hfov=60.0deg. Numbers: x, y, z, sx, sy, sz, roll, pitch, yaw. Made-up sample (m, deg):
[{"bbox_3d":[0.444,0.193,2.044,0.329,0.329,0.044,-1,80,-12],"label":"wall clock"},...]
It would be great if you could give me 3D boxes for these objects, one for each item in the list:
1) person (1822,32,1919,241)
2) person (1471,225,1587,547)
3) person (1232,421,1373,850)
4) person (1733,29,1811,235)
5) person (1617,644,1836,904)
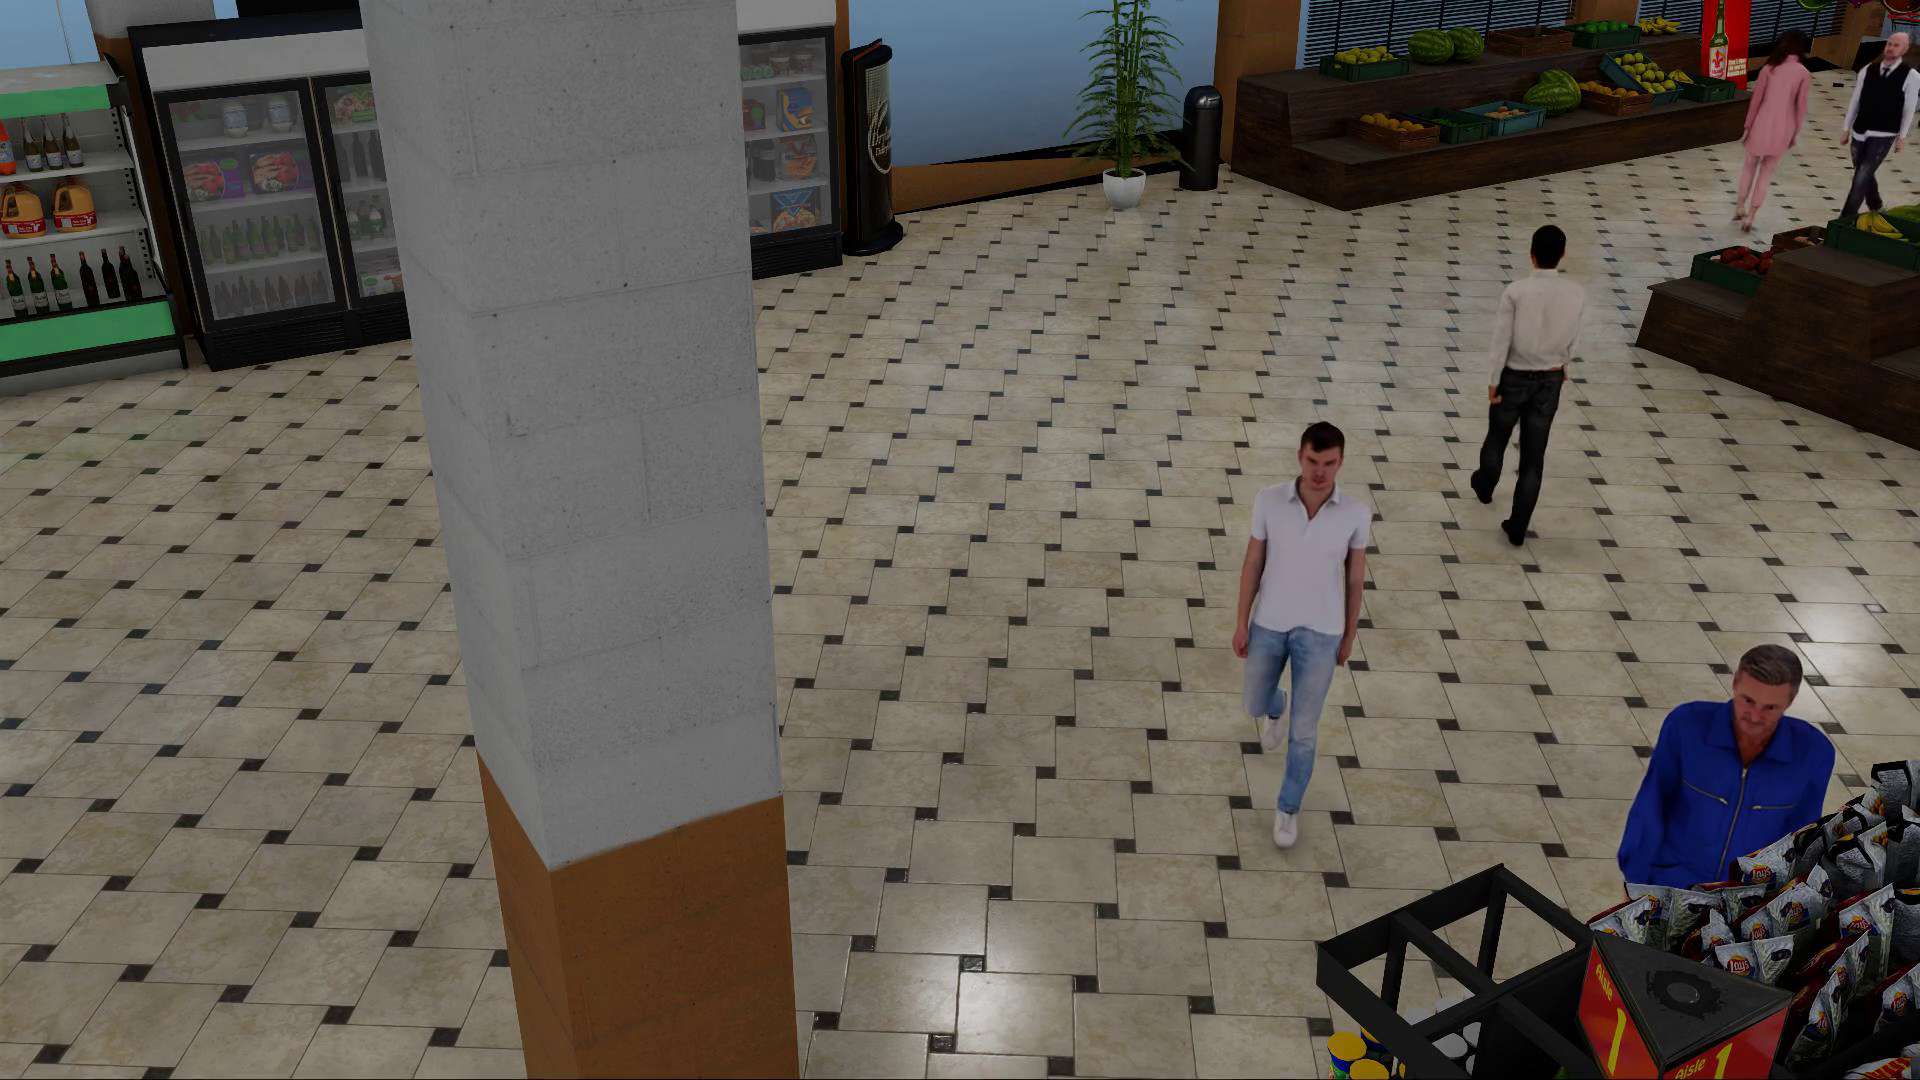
[{"bbox_3d":[8.101,-3.538,14.671,1.237,1.785,0.742,-17,31,-30],"label":"person"},{"bbox_3d":[3.212,-0.825,9.330,1.091,1.778,1.089,3,27,7],"label":"person"},{"bbox_3d":[1.412,0.337,6.980,1.040,1.831,1.137,8,28,16],"label":"person"},{"bbox_3d":[7.202,-3.586,14.770,0.821,1.780,0.882,9,28,18],"label":"person"},{"bbox_3d":[2.456,1.108,5.465,0.782,1.824,0.816,9,28,17],"label":"person"}]
